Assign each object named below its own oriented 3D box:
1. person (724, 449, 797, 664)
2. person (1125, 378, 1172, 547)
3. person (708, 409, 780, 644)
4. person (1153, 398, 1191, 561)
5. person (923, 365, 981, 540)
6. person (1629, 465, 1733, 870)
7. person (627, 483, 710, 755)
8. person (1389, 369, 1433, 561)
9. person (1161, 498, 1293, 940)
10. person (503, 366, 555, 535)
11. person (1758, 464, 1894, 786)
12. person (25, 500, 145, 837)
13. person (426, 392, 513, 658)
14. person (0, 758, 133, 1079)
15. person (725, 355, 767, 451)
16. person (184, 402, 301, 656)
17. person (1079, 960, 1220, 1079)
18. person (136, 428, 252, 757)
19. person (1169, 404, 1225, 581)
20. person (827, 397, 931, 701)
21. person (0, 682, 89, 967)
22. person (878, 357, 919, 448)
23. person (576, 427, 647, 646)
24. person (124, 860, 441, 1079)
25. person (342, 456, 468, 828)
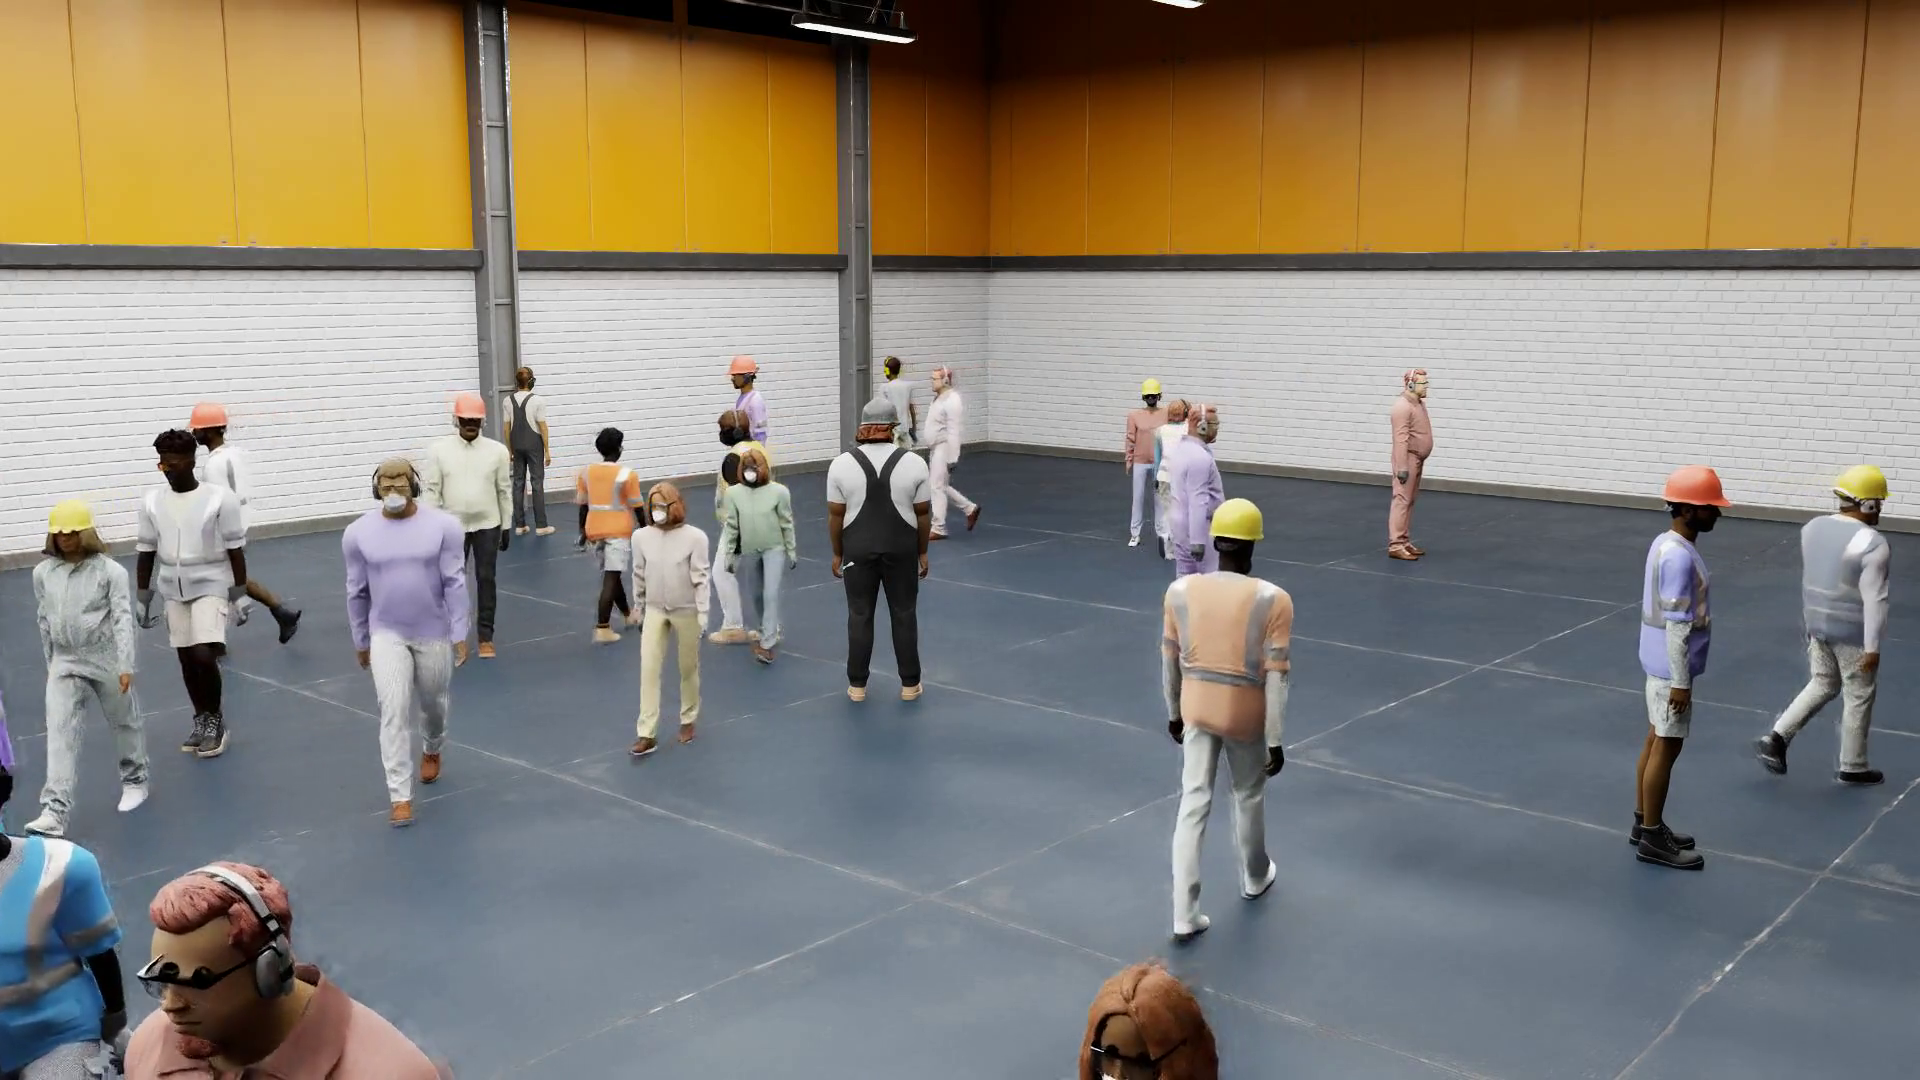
[{"bbox_3d":[-1.483,0.119,12.174,0.512,1.574,0.876,2,9,10],"label":"person"},{"bbox_3d":[1.986,-0.798,17.329,0.533,1.768,0.311,1,9,6],"label":"person"},{"bbox_3d":[-1.703,-0.092,12.728,0.673,1.817,0.698,2,9,15],"label":"person"},{"bbox_3d":[2.071,-0.571,16.329,0.528,1.625,0.534,8,12,40],"label":"person"},{"bbox_3d":[-0.127,-0.937,17.817,0.670,1.886,0.656,-2,9,-12],"label":"person"},{"bbox_3d":[3.469,0.600,8.015,0.362,1.935,0.553,3,9,17],"label":"person"},{"bbox_3d":[-1.728,0.470,9.851,0.520,1.599,0.761,1,9,8],"label":"person"},{"bbox_3d":[4.523,-0.760,16.652,0.399,1.907,0.644,5,10,28],"label":"person"},{"bbox_3d":[1.158,0.749,7.272,0.606,1.873,0.986,5,10,28],"label":"person"},{"bbox_3d":[-4.708,-0.965,18.128,0.504,1.847,0.344,2,9,12],"label":"person"},{"bbox_3d":[4.826,0.481,9.153,0.624,1.814,0.601,-2,9,-15],"label":"person"},{"bbox_3d":[-4.484,0.643,8.515,0.506,1.695,0.904,-1,9,-4],"label":"person"},{"bbox_3d":[-3.664,-0.128,12.462,0.630,1.978,0.658,-3,9,-17],"label":"person"},{"bbox_3d":[-2.445,1.326,4.270,0.543,1.669,0.580,-1,9,-7],"label":"person"},{"bbox_3d":[-2.136,-0.825,16.632,0.392,2.041,0.615,-4,10,-24],"label":"person"},{"bbox_3d":[-5.394,-0.078,12.354,0.746,1.915,0.558,-1,9,-8],"label":"person"},{"bbox_3d":[0.343,1.550,3.040,0.513,1.616,0.423,4,10,25],"label":"person"},{"bbox_3d":[-4.534,0.318,9.751,0.628,1.942,0.591,1,9,4],"label":"person"},{"bbox_3d":[1.772,-0.059,12.278,0.433,1.890,0.670,-1,9,-5],"label":"person"},{"bbox_3d":[-0.535,0.053,11.123,0.684,2.000,0.535,0,9,-1],"label":"person"},{"bbox_3d":[-3.849,0.913,6.448,0.877,1.818,0.576,-1,9,-8],"label":"person"},{"bbox_3d":[-0.851,-1.327,20.447,0.560,1.832,0.910,-8,12,-40],"label":"person"},{"bbox_3d":[-2.655,-0.051,12.962,0.553,1.647,0.864,4,10,24],"label":"person"},{"bbox_3d":[-1.167,1.453,2.867,0.644,1.882,0.588,2,9,13],"label":"person"},{"bbox_3d":[-2.937,0.483,8.873,0.624,1.907,0.939,-2,9,-15],"label":"person"}]
